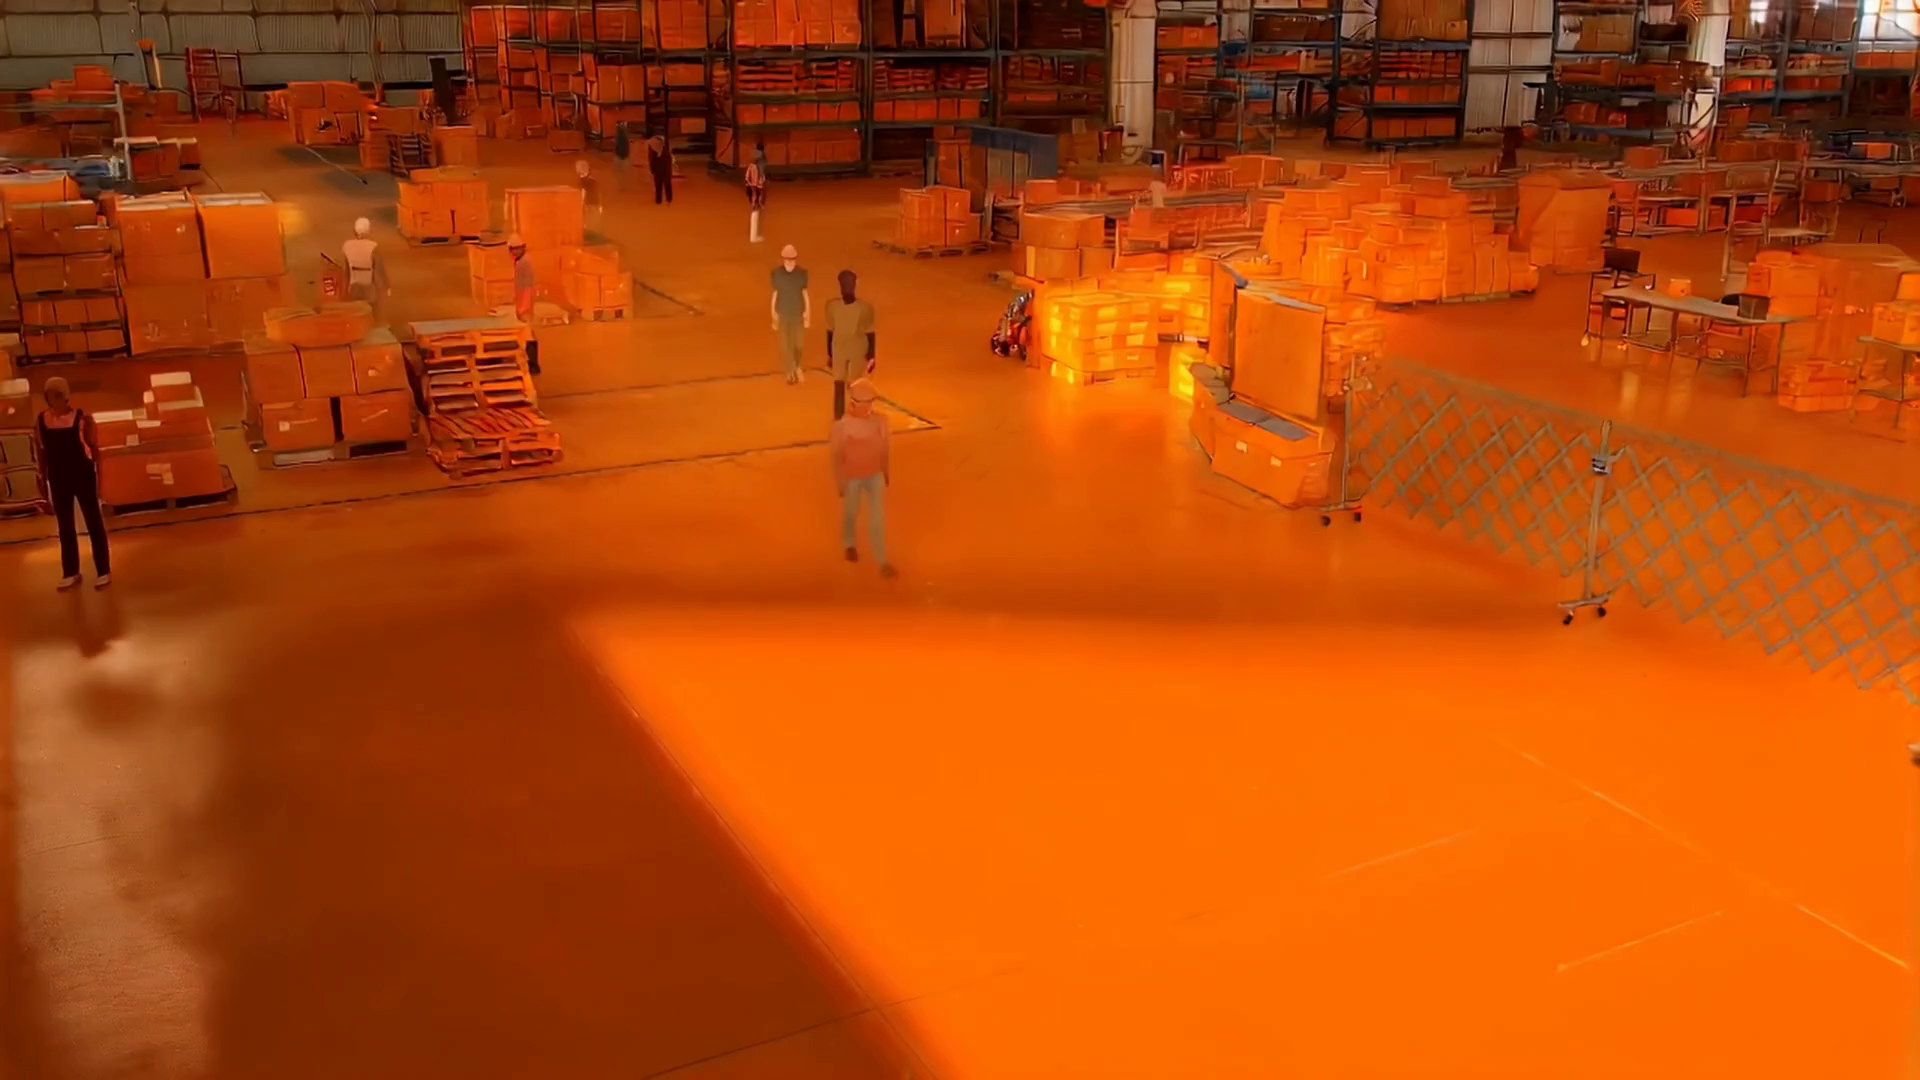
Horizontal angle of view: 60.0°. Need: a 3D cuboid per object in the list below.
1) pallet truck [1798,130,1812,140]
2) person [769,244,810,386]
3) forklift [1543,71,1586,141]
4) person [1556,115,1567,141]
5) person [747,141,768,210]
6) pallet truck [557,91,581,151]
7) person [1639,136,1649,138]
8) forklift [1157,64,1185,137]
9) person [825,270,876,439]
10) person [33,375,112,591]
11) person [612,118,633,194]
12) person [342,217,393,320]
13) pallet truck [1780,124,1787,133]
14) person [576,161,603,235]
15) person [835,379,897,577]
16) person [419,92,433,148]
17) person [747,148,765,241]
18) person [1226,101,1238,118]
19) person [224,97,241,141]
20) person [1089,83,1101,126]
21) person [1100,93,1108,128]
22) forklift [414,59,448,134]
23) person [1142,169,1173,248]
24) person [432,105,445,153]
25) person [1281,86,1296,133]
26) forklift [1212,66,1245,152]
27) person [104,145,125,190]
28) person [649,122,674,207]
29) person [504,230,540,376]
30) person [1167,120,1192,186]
[{"bbox_3d":[25.526,-11.556,49.408,1.630,1.274,0.653,-9,20,-26],"label":"pallet truck"},{"bbox_3d":[-2.219,-2.920,21.600,0.530,1.856,0.406,-2,18,-6],"label":"person"},{"bbox_3d":[18.685,-13.231,52.085,1.873,2.768,1.129,-9,20,-26],"label":"forklift"},{"bbox_3d":[17.810,-11.722,49.234,0.890,1.715,0.551,4,18,14],"label":"person"},{"bbox_3d":[-4.922,-8.884,40.515,0.538,1.656,0.884,-7,19,-22],"label":"person"},{"bbox_3d":[-13.495,-14.412,57.188,0.823,1.965,1.885,-3,18,-9],"label":"pallet truck"},{"bbox_3d":[22.712,-13.565,55.071,0.557,1.656,0.820,13,22,34],"label":"person"},{"bbox_3d":[7.709,-16.057,60.893,1.129,2.768,1.873,-10,20,-27],"label":"forklift"},{"bbox_3d":[-1.262,-2.136,19.055,0.633,1.908,1.021,4,18,12],"label":"person"},{"bbox_3d":[-7.467,-0.479,13.994,0.506,1.847,0.343,-3,18,-8],"label":"person"},{"bbox_3d":[-8.911,-10.088,43.732,0.434,1.974,0.632,0,18,-1],"label":"person"},{"bbox_3d":[-8.495,-3.700,23.979,0.628,1.879,0.918,4,18,13],"label":"person"},{"bbox_3d":[25.206,-12.542,52.601,1.601,1.201,0.680,0,18,-2],"label":"pallet truck"},{"bbox_3d":[-7.494,-6.662,33.296,0.847,1.825,0.514,2,18,6],"label":"person"},{"bbox_3d":[-0.835,-0.561,14.459,0.547,1.713,0.925,-8,19,-23],"label":"person"},{"bbox_3d":[-18.742,-14.743,58.365,0.587,1.911,0.397,14,22,37],"label":"person"},{"bbox_3d":[-4.269,-7.256,35.003,0.394,1.929,0.539,-4,18,-13],"label":"person"},{"bbox_3d":[9.274,-14.334,57.078,0.589,1.918,0.581,-11,21,-30],"label":"person"},{"bbox_3d":[-26.782,-15.516,61.268,0.538,1.585,0.851,-14,22,-37],"label":"person"},{"bbox_3d":[5.315,-17.214,65.901,0.612,2.022,0.644,-7,19,-21],"label":"person"},{"bbox_3d":[5.856,-17.415,66.797,0.633,1.858,1.024,-8,20,-24],"label":"person"},{"bbox_3d":[-20.039,-17.113,64.184,1.873,2.768,1.129,0,18,1],"label":"forklift"},{"bbox_3d":[4.065,-6.791,34.096,0.868,1.590,0.502,-9,20,-26],"label":"person"},{"bbox_3d":[-17.505,-13.804,55.951,0.875,1.591,0.529,17,24,42],"label":"person"},{"bbox_3d":[12.875,-16.859,65.109,0.536,1.817,0.598,-10,20,-29],"label":"person"},{"bbox_3d":[8.785,-14.707,56.686,1.873,2.768,1.129,3,18,11],"label":"forklift"},{"bbox_3d":[-18.765,-7.838,36.973,1.031,1.826,0.570,-2,18,-7],"label":"person"},{"bbox_3d":[-7.440,-9.282,41.125,0.674,2.000,0.535,-17,24,-42],"label":"person"},{"bbox_3d":[-5.838,-3.156,22.188,0.350,1.942,0.543,-8,19,-22],"label":"person"},{"bbox_3d":[6.202,-10.676,45.891,0.918,1.795,0.596,-10,20,-28],"label":"person"}]
